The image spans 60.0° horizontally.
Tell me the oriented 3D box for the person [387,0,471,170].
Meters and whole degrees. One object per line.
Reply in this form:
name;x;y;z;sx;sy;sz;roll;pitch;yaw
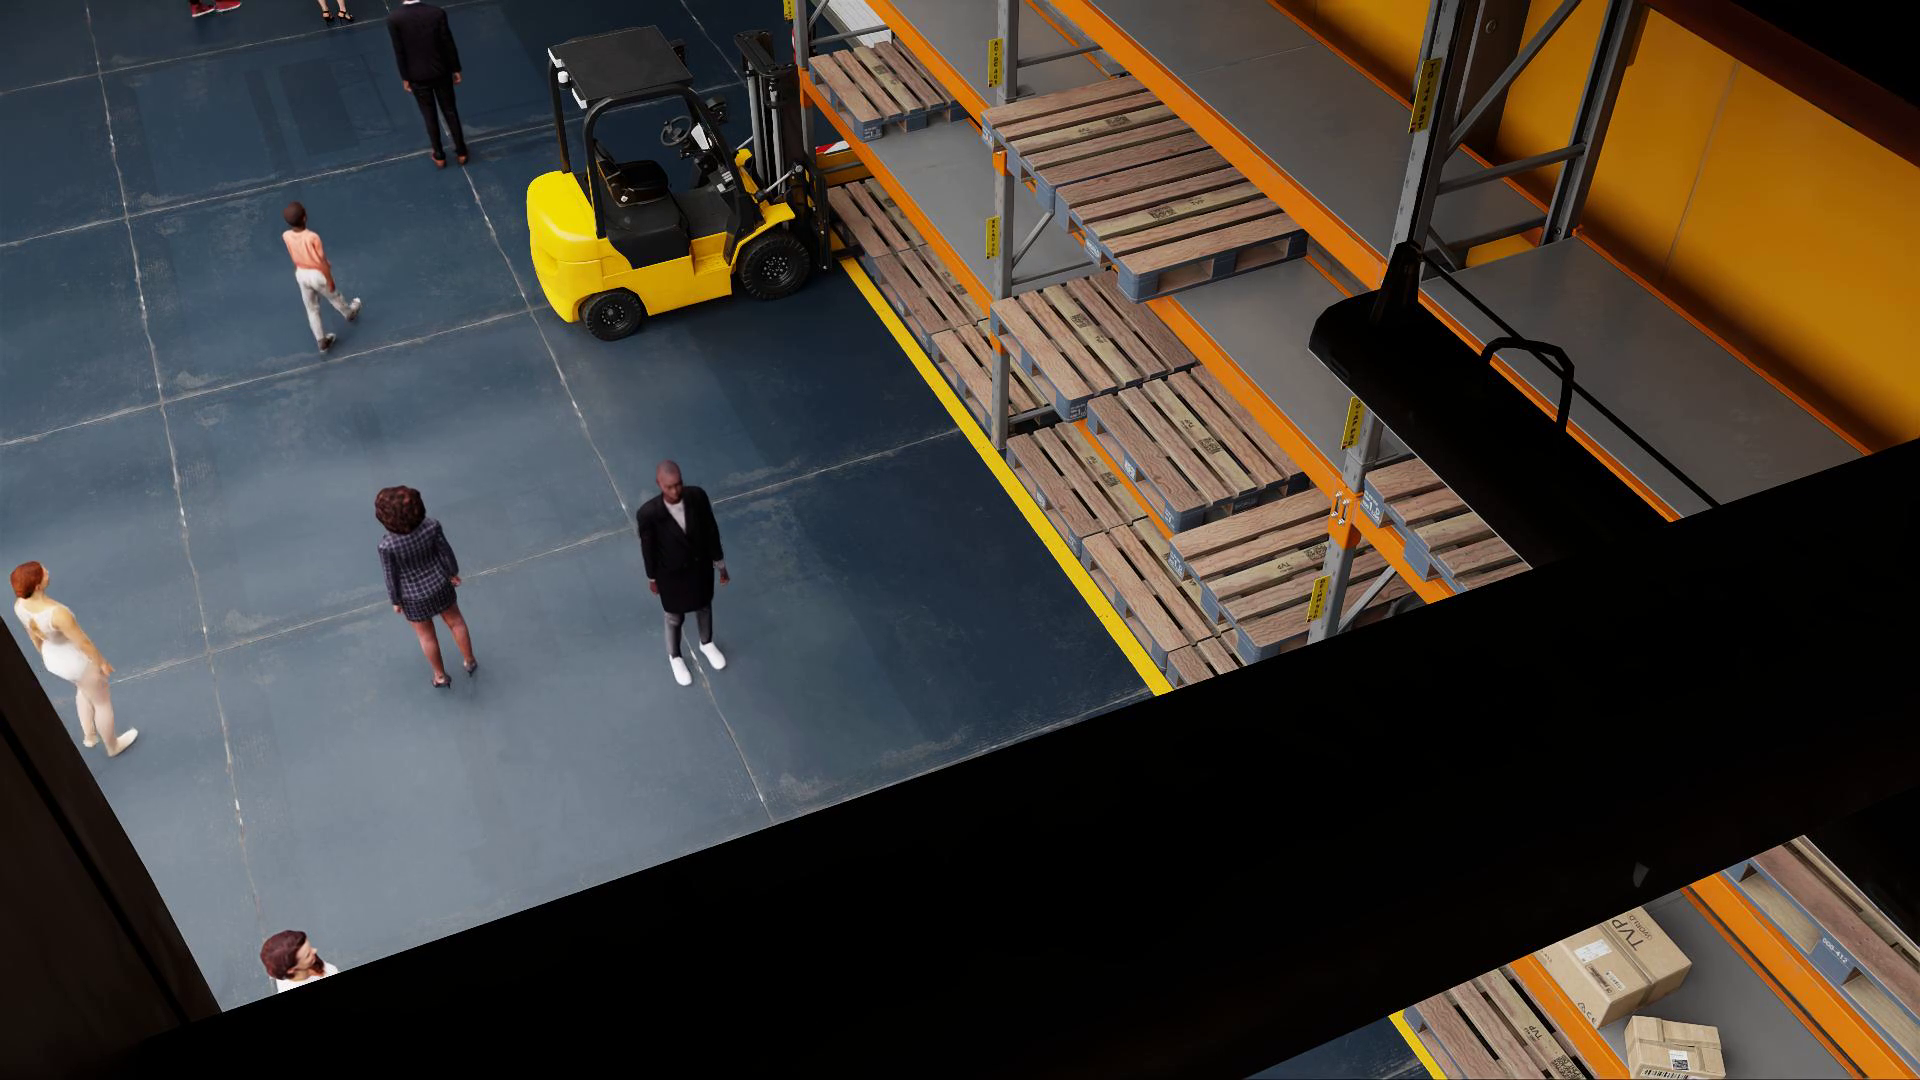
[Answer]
person;-4.914;-4.335;15.374;0.710;1.881;0.552;-15;46;-15

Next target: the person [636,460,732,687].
person;-1.790;0.146;10.758;0.681;1.760;0.617;-23;48;-23

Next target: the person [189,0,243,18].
person;-8.302;-6.344;17.644;0.778;1.657;0.762;-32;52;-29

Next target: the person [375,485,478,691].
person;-3.410;0.319;10.618;0.675;1.702;0.621;-29;51;-27

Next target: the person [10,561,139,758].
person;-5.486;0.796;10.168;0.675;1.632;0.737;15;46;15

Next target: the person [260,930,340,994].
person;-3.125;2.497;8.265;0.697;1.795;0.493;-24;49;-23

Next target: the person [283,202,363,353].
person;-5.255;-2.098;13.459;0.794;1.283;0.922;7;44;7
